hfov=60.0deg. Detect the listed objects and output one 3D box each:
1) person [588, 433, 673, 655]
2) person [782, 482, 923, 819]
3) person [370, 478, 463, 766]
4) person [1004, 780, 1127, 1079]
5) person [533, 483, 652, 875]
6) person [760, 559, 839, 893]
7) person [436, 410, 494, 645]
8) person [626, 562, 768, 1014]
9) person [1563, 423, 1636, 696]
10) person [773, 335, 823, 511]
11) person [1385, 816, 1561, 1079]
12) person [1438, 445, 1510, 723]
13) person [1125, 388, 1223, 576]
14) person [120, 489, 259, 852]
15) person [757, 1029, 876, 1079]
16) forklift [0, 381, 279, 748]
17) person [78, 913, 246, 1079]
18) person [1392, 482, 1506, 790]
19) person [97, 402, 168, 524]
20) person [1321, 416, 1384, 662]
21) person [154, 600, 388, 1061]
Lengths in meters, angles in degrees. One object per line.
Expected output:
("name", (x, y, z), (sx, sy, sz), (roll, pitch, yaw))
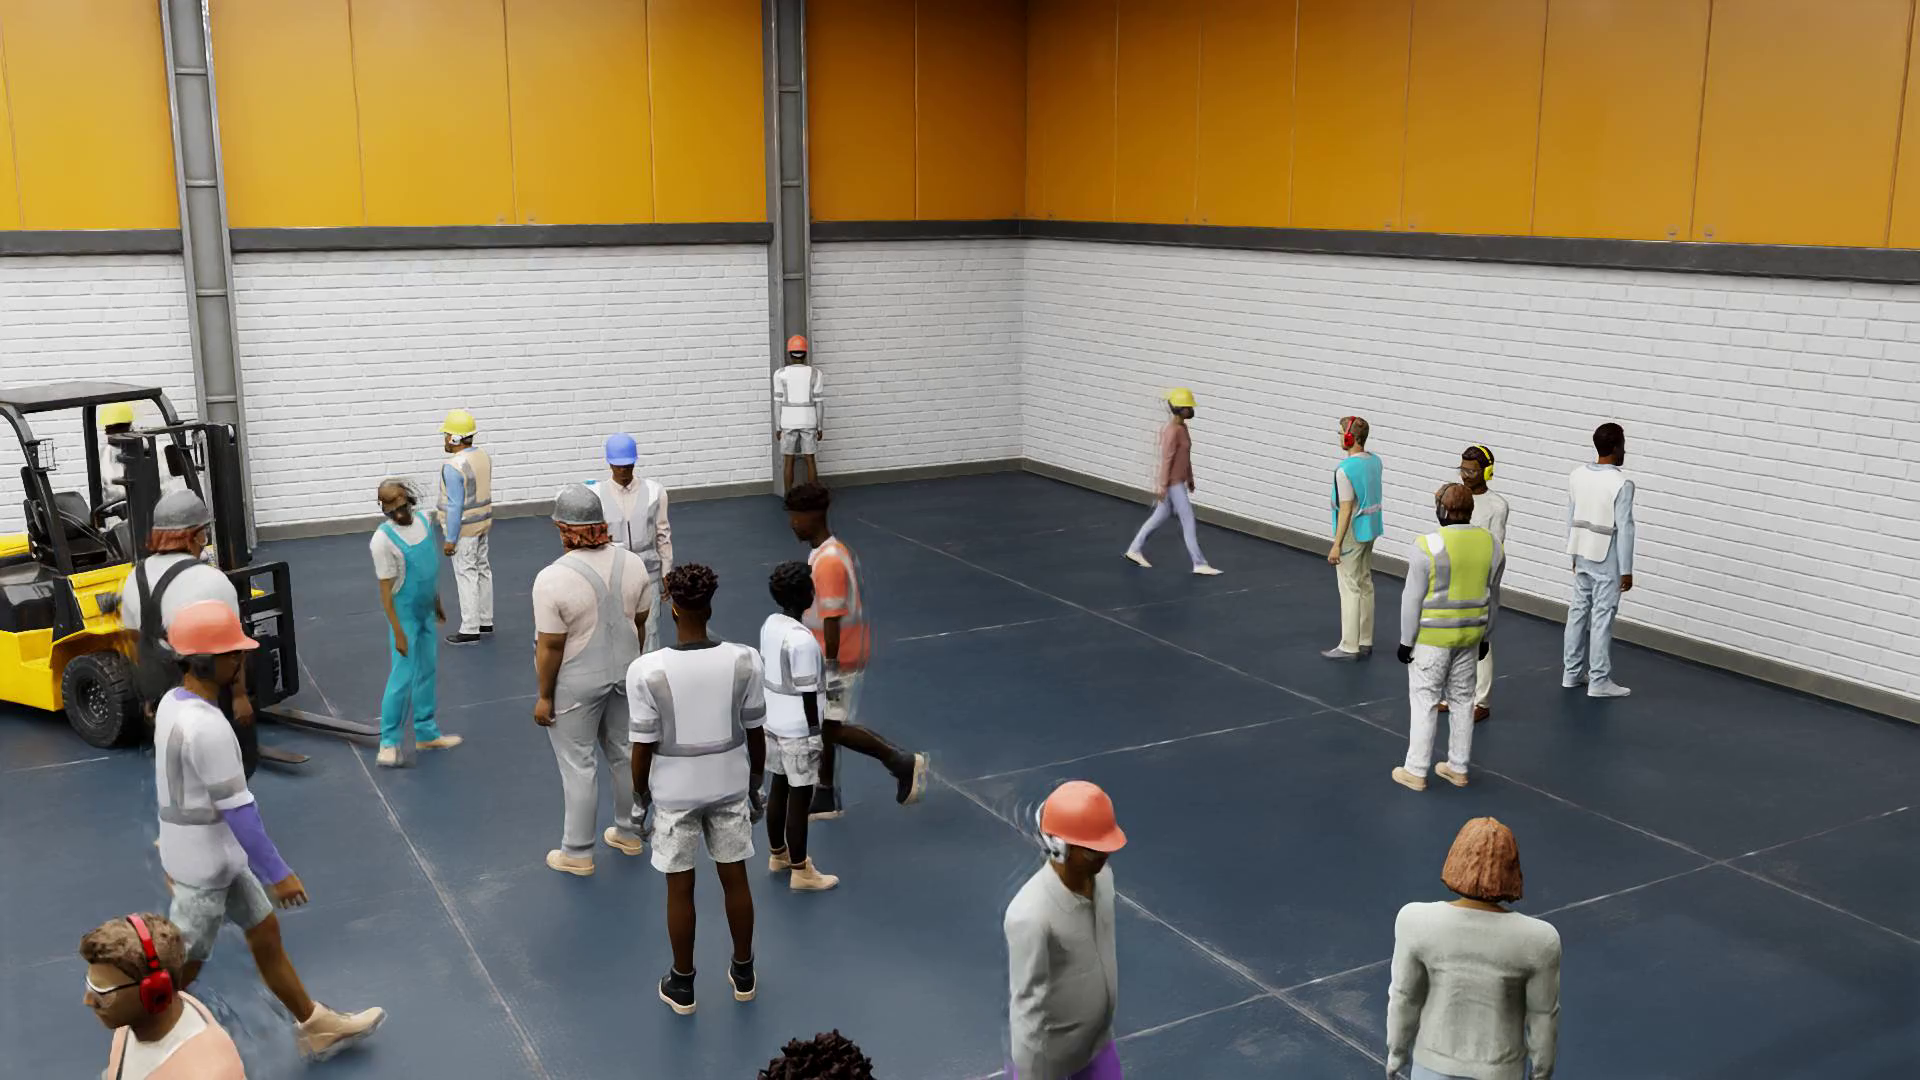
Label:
("person", (-2.218, 0.240, 11.091), (0.615, 1.940, 0.429), (-4, 13, -20))
("person", (-0.623, 0.633, 9.249), (0.722, 1.935, 0.666), (-2, 12, -9))
("person", (-3.414, 0.488, 10.257), (0.353, 1.805, 0.638), (3, 12, 15))
("person", (0.281, 1.571, 5.381), (0.828, 1.718, 0.589), (9, 15, 35))
("person", (-1.961, 0.708, 8.644), (0.536, 2.000, 0.676), (10, 16, 39))
("person", (-0.832, 0.936, 8.404), (0.319, 1.698, 0.548), (-7, 14, -28))
("person", (-3.843, -0.100, 12.913), (0.404, 1.837, 0.590), (2, 12, 10))
("person", (-1.123, 1.064, 7.156), (0.613, 1.960, 0.362), (-5, 13, -23))
("person", (4.460, 0.135, 11.613), (0.391, 1.922, 0.593), (-5, 13, -21))
("person", (-1.767, -1.278, 18.233), (0.542, 1.928, 0.398), (-1, 12, -6))
("person", (1.588, 1.649, 5.193), (0.509, 1.632, 0.267), (4, 13, 18))
("person", (3.392, 0.290, 11.042), (0.334, 1.860, 0.509), (-5, 13, -22))
("person", (1.952, -0.548, 15.294), (0.931, 1.719, 0.535), (4, 13, 18))
("person", (-3.926, 0.736, 8.510), (0.693, 2.000, 0.647), (6, 13, 26))
("person", (-0.256, 1.887, 3.292), (0.611, 1.965, 0.362), (1, 12, 3))
("forklift", (-5.853, 0.085, 11.199), (2.313, 2.155, 1.214), (7, 14, 28))
("person", (-1.923, 1.768, 4.275), (0.954, 1.806, 0.584), (-10, 15, -38))
("person", (2.867, 0.570, 9.797), (0.635, 1.831, 0.429), (-4, 13, -19))
("person", (-6.586, -0.164, 13.125), (0.607, 1.868, 1.009), (5, 13, 23))
("person", (2.966, -0.008, 12.457), (0.374, 1.843, 0.569), (10, 16, 39))
("person", (-2.850, 1.214, 6.418), (1.078, 1.988, 0.627), (-7, 14, -29))
